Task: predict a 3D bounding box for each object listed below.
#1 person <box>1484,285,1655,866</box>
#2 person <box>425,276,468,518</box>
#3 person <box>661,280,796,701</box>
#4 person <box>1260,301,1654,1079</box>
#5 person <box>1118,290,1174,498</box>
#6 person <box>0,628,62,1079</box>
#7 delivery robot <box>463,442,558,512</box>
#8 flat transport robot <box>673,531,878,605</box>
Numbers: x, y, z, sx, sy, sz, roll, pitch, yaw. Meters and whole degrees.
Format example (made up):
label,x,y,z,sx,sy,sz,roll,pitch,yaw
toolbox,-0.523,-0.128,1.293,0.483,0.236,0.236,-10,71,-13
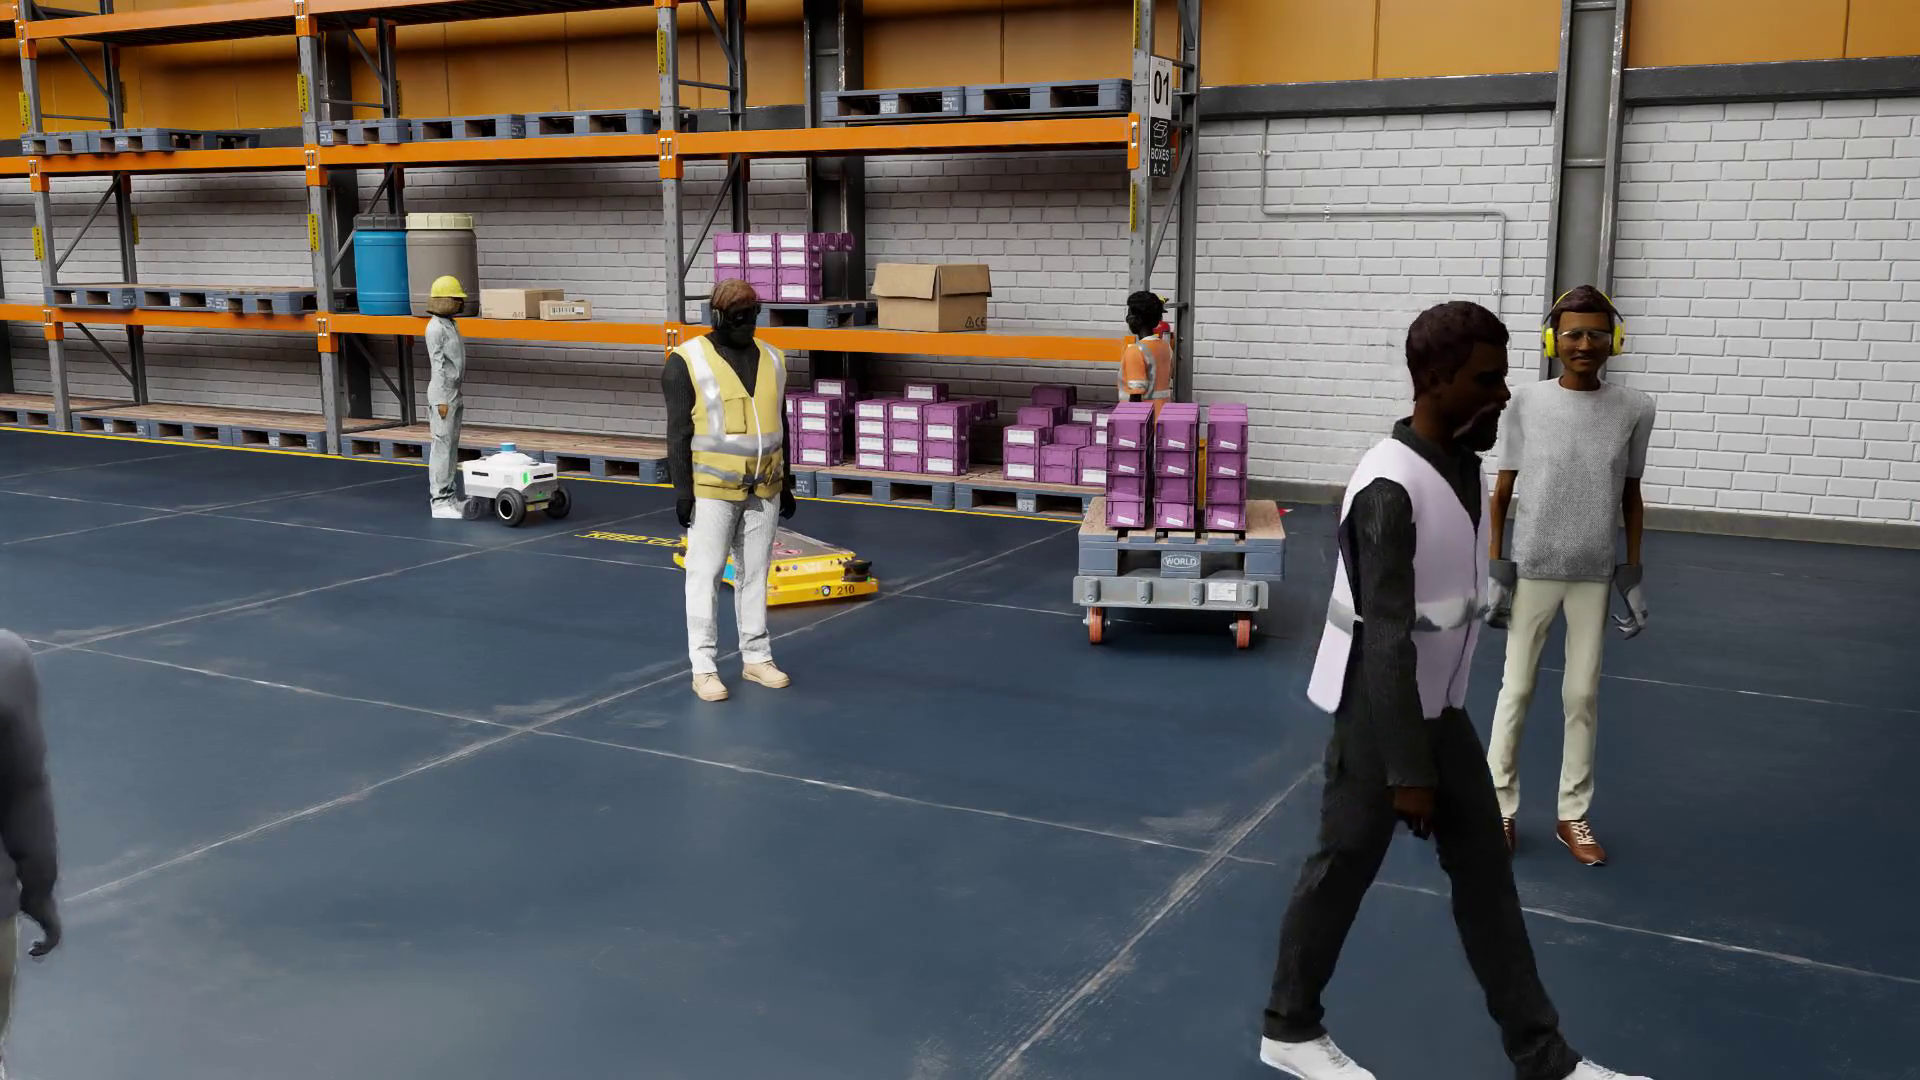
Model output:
label,x,y,z,sx,sy,sz,roll,pitch,yaw
person,1.952,0.123,5.365,0.519,1.874,0.327,2,10,9
person,-3.694,-1.034,12.060,0.323,1.742,0.492,0,10,-3
person,-0.992,-0.224,7.362,0.621,1.838,0.429,-8,13,-39
person,1.118,0.417,3.736,0.963,1.872,0.632,7,13,35
person,1.133,-0.679,10.236,0.317,1.698,0.538,5,12,28
person,-1.841,0.697,2.912,0.505,1.622,0.407,-8,13,-36
delivery robot,-3.212,-0.453,11.874,0.707,0.478,0.477,7,13,34
flat transport robot,-1.106,0.128,9.724,0.652,0.197,1.431,-6,12,-31
